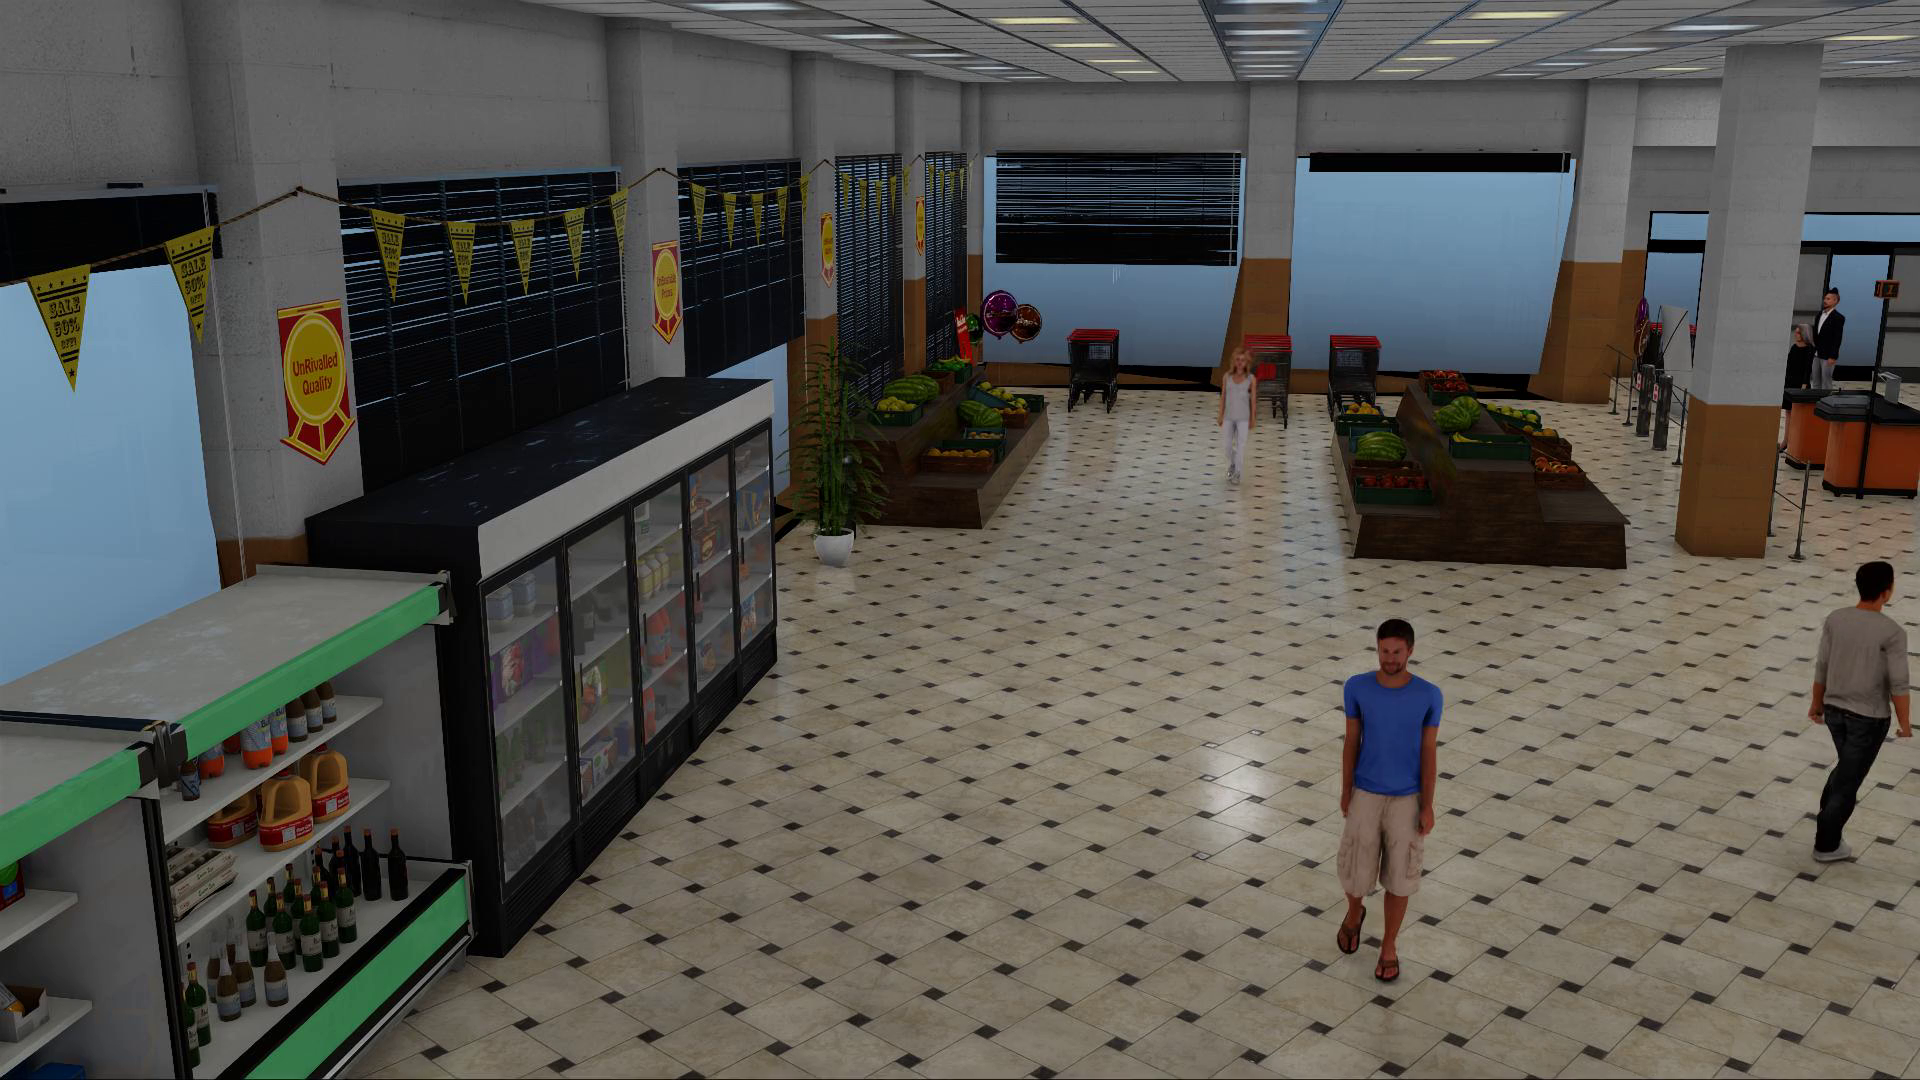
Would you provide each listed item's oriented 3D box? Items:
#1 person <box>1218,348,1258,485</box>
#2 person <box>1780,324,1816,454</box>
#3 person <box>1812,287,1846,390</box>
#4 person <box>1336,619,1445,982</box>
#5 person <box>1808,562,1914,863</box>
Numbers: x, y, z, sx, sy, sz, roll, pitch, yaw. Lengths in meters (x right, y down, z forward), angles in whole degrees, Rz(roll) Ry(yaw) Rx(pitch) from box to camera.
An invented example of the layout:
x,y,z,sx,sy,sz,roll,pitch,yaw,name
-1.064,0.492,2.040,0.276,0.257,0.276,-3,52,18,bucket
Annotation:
x,y,z,sx,sy,sz,roll,pitch,yaw,name
3.411,-1.522,20.302,0.681,1.660,0.726,6,15,23,person
11.116,-2.006,22.114,0.739,1.747,0.626,-3,14,-13,person
13.087,-2.844,25.143,0.847,1.948,0.687,-3,14,-12,person
2.170,1.263,8.419,0.643,1.850,0.706,4,14,14,person
5.086,1.014,9.552,0.840,1.799,0.753,-6,15,-24,person
